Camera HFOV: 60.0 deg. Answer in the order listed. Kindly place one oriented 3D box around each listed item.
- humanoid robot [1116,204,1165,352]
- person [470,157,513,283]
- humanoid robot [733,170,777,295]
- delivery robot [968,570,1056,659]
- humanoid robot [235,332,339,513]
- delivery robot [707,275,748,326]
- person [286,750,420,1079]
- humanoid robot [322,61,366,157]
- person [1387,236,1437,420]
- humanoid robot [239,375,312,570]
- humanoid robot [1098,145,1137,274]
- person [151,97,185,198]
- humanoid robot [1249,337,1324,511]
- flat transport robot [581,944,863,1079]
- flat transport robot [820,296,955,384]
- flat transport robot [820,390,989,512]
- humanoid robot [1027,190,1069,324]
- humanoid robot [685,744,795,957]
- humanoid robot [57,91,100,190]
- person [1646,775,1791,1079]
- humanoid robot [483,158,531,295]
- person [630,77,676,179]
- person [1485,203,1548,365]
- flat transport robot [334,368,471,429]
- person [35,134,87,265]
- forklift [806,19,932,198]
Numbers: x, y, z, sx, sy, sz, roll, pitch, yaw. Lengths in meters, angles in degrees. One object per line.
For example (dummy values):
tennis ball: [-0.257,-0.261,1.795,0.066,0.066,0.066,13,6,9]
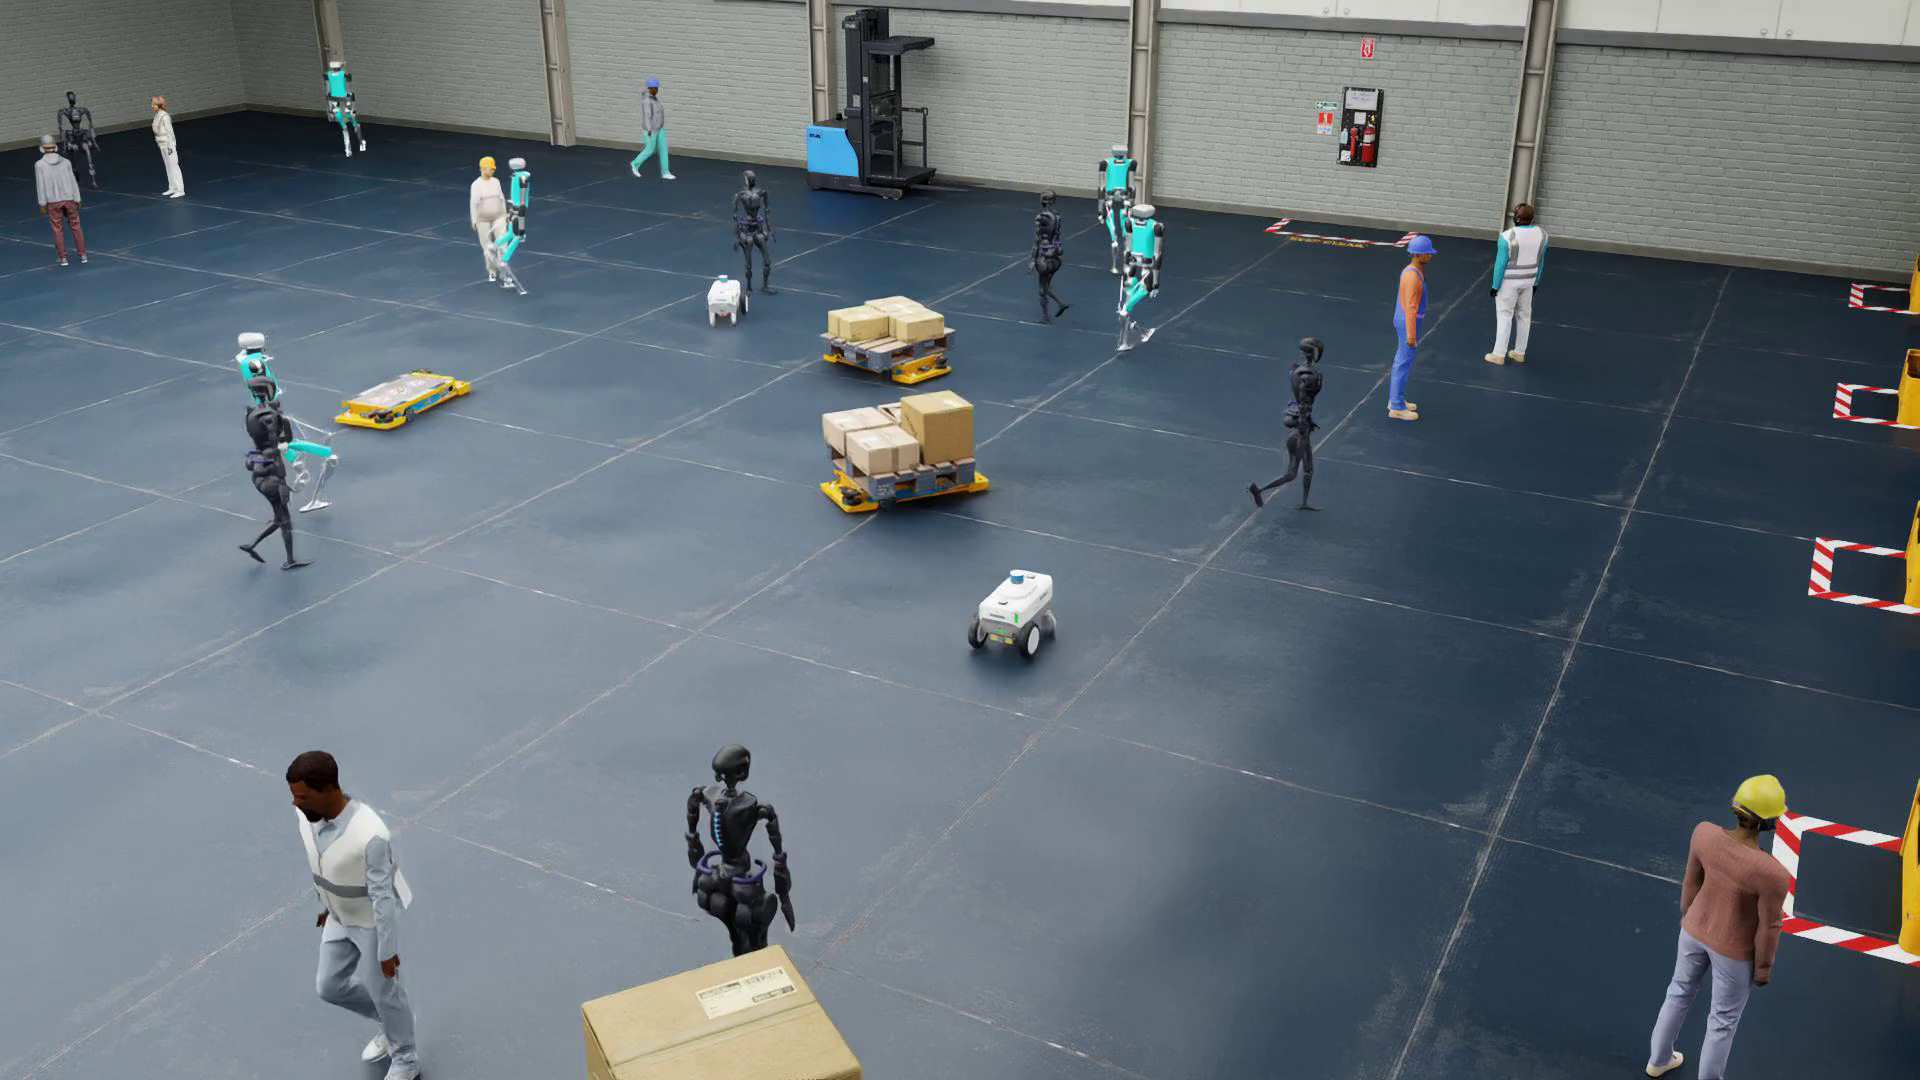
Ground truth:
humanoid robot: [1.990,-2.974,19.250,0.549,1.728,1.054,19,30,38]
person: [-6.311,-4.267,22.330,0.552,1.666,0.545,-12,26,-27]
humanoid robot: [-2.715,-4.037,21.792,0.615,1.636,0.358,-17,29,-35]
delivery robot: [0.417,0.537,12.567,0.507,0.608,0.779,11,25,24]
humanoid robot: [-5.840,-0.978,14.613,0.846,1.794,0.536,-14,27,-30]
delivery robot: [-2.943,-3.007,20.825,0.499,0.614,0.818,-1,23,-1]
person: [-2.849,1.802,7.902,0.631,1.897,0.438,16,28,32]
humanoid robot: [-11.478,-8.095,31.206,0.547,1.808,0.897,1,23,2]
person: [4.667,-2.208,17.225,0.356,1.908,0.536,5,24,11]
humanoid robot: [-5.717,-0.529,13.615,0.517,1.641,0.611,-16,28,-33]
humanoid robot: [2.174,-4.372,22.582,0.541,1.866,0.737,-4,24,-10]
person: [-13.176,-6.530,27.627,0.306,1.640,0.510,-20,30,-39]
humanoid robot: [2.965,-1.035,14.819,0.615,1.636,0.600,6,24,14]
flat transport robot: [-0.962,3.035,7.097,0.659,0.231,1.431,-1,23,-1]
flat transport robot: [-0.833,-2.070,18.981,1.431,0.231,0.659,20,30,39]
flat transport robot: [-0.534,-0.563,15.473,1.431,0.231,0.659,-11,26,-24]
humanoid robot: [1.108,-3.475,20.477,0.425,1.647,0.586,15,27,31]
humanoid robot: [-1.132,1.749,8.353,0.608,1.634,0.716,10,25,21]
humanoid robot: [-14.975,-6.780,28.230,0.584,1.639,0.775,-18,29,-36]
person: [3.629,1.890,7.881,0.340,1.758,0.518,-12,26,-26]
humanoid robot: [-5.979,-4.087,21.828,0.811,1.768,0.548,-10,25,-23]
person: [-5.390,-7.161,28.954,0.723,1.749,0.536,9,25,20]
person: [6.324,-2.921,18.971,0.623,1.843,0.431,-7,24,-16]
flat transport robot: [-5.901,-1.498,17.650,0.659,0.231,1.431,8,25,19]
person: [-12.637,-4.776,23.338,0.549,1.806,0.380,-19,30,-38]
forklift: [-1.573,-7.292,27.850,1.873,2.768,1.129,12,26,25]
